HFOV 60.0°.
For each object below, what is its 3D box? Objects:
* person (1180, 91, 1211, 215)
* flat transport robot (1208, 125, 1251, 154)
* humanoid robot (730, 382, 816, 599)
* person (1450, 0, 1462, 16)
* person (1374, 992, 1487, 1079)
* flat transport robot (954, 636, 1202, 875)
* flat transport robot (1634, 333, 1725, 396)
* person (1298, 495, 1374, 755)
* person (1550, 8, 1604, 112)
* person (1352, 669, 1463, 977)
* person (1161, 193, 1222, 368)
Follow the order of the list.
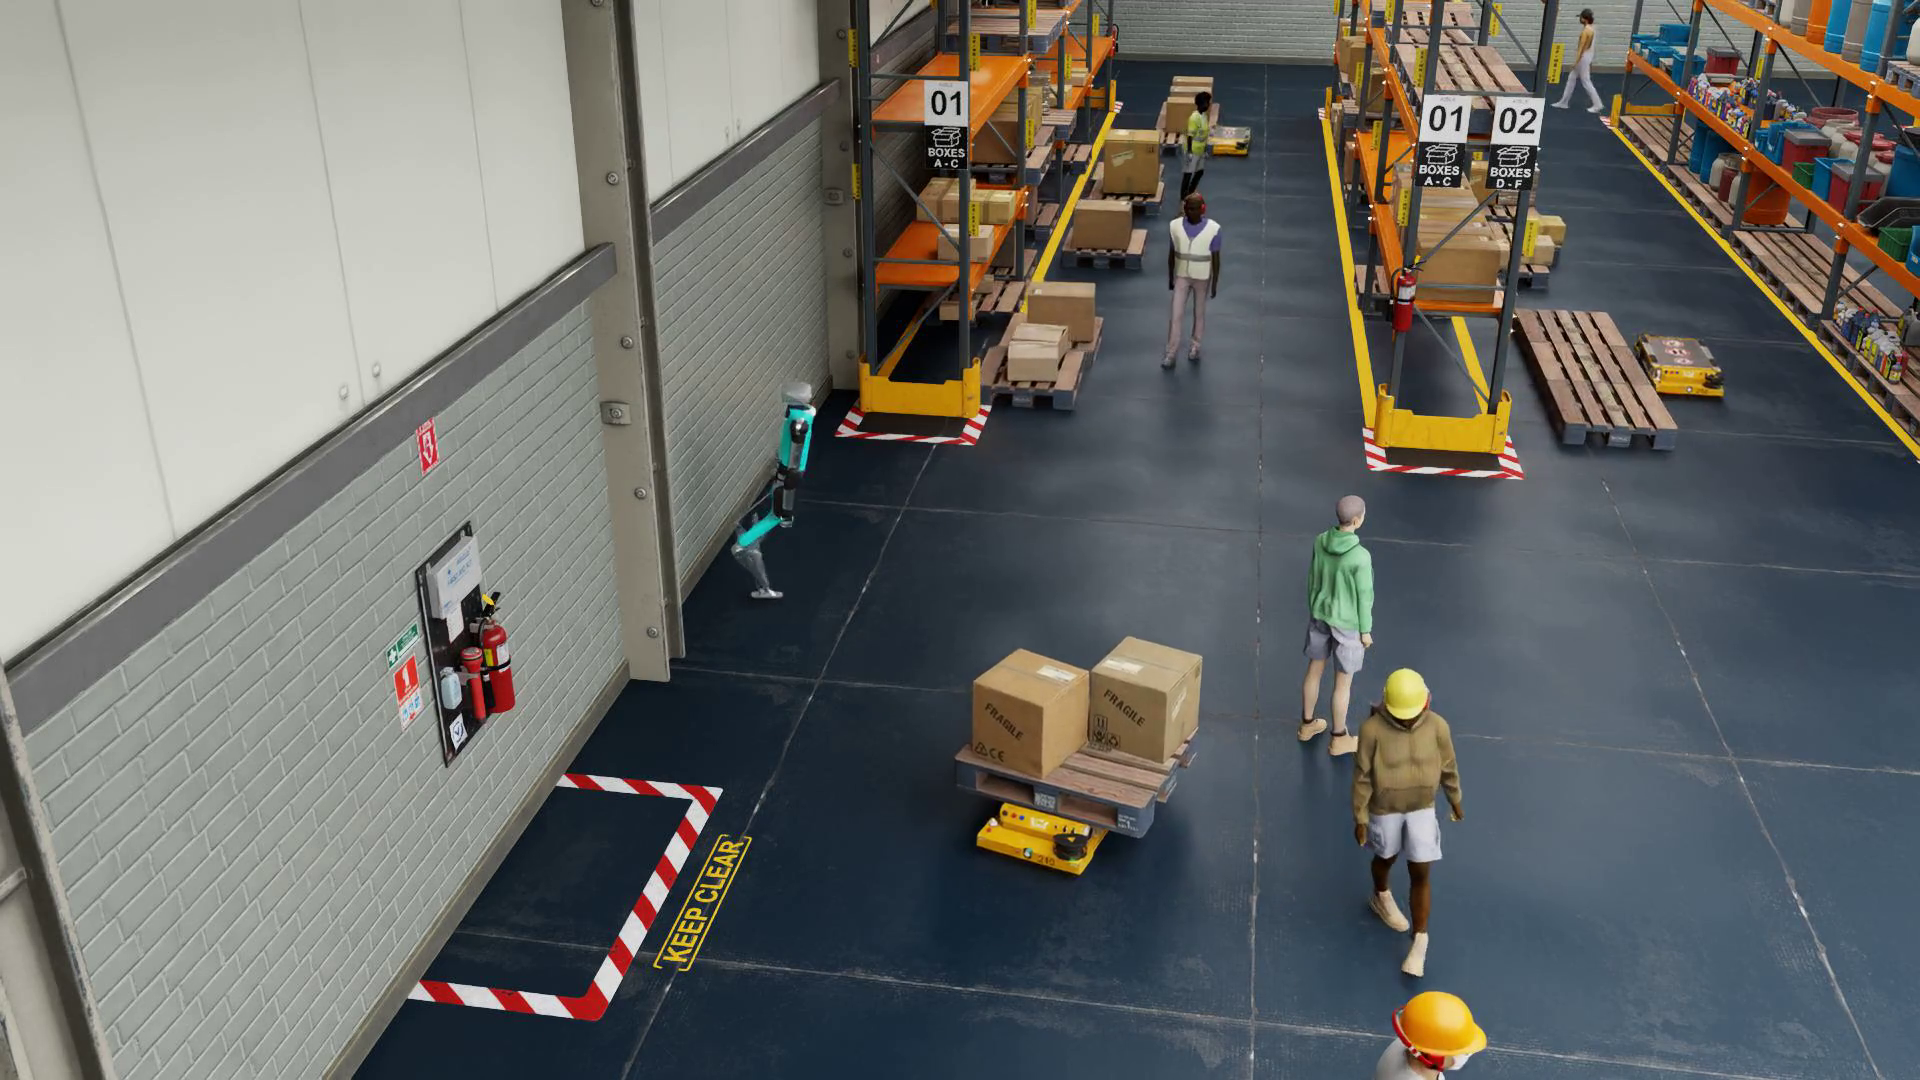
[{"bbox_3d":[3.278,-5.432,23.331,0.318,1.670,0.615,13,28,26],"label":"person"},{"bbox_3d":[4.456,-6.622,27.531,0.659,0.231,1.431,5,25,10],"label":"flat transport robot"},{"bbox_3d":[-1.436,-0.279,12.293,0.799,1.827,0.546,-2,25,-5],"label":"humanoid robot"},{"bbox_3d":[9.378,-9.425,31.771,0.522,1.760,0.322,-5,25,-10],"label":"person"},{"bbox_3d":[1.664,2.450,6.210,0.379,1.892,0.569,4,25,9],"label":"person"},{"bbox_3d":[0.697,1.508,10.131,0.659,0.231,1.431,12,27,23],"label":"flat transport robot"},{"bbox_3d":[7.452,-1.825,17.263,0.659,0.231,1.431,5,26,11],"label":"flat transport robot"},{"bbox_3d":[2.371,0.532,10.477,0.340,1.743,0.474,-19,31,-35],"label":"person"},{"bbox_3d":[11.347,-8.704,30.164,0.955,1.816,0.530,16,29,30],"label":"person"},{"bbox_3d":[2.330,1.420,8.614,0.608,1.712,0.789,0,25,1],"label":"person"},{"bbox_3d":[2.394,-2.677,17.262,0.587,1.805,0.876,9,27,19],"label":"person"}]
